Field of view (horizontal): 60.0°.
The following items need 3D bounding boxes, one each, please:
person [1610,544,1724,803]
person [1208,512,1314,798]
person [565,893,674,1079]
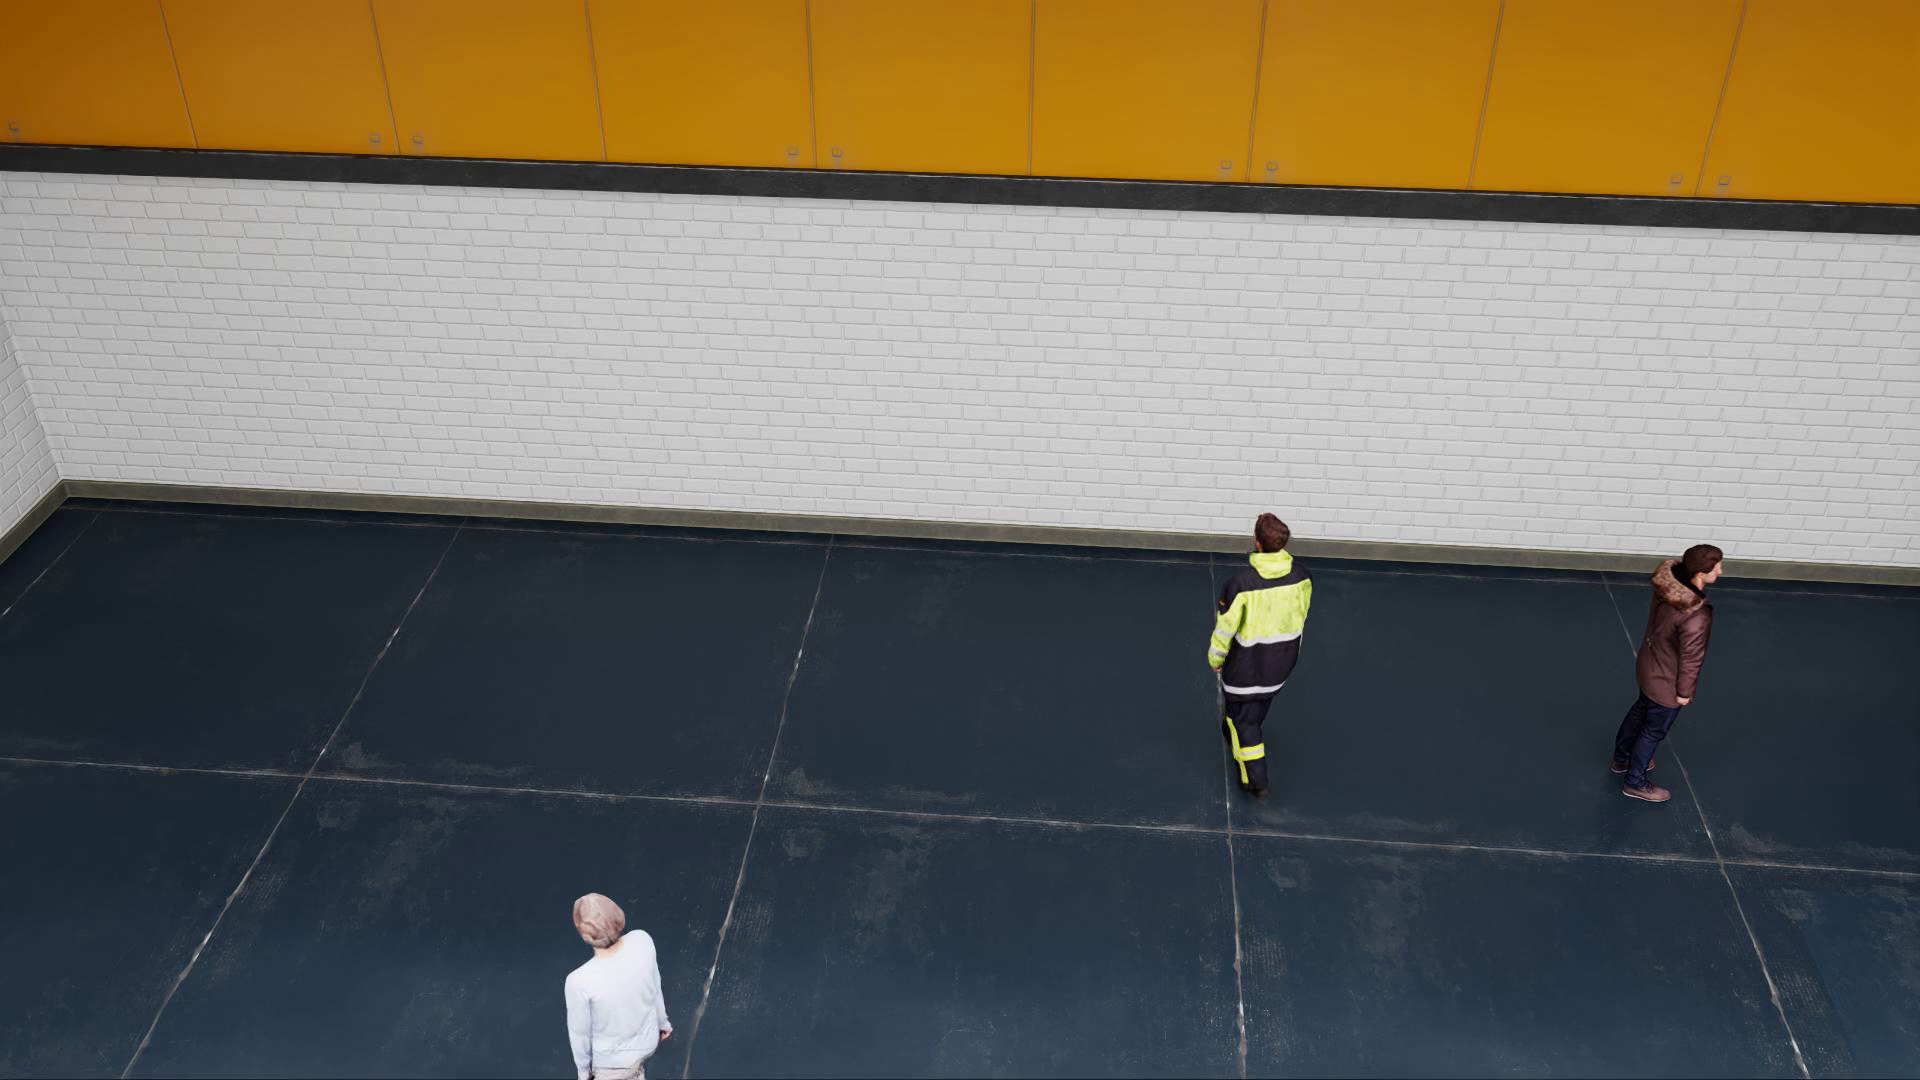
[{"bbox_3d":[4.406,0.798,10.361,0.808,1.846,0.589,2,34,3],"label":"person"},{"bbox_3d":[1.869,0.744,10.338,1.050,1.961,1.207,-12,35,-17],"label":"person"},{"bbox_3d":[-1.524,2.456,7.857,1.192,1.855,1.235,25,41,33],"label":"person"}]
